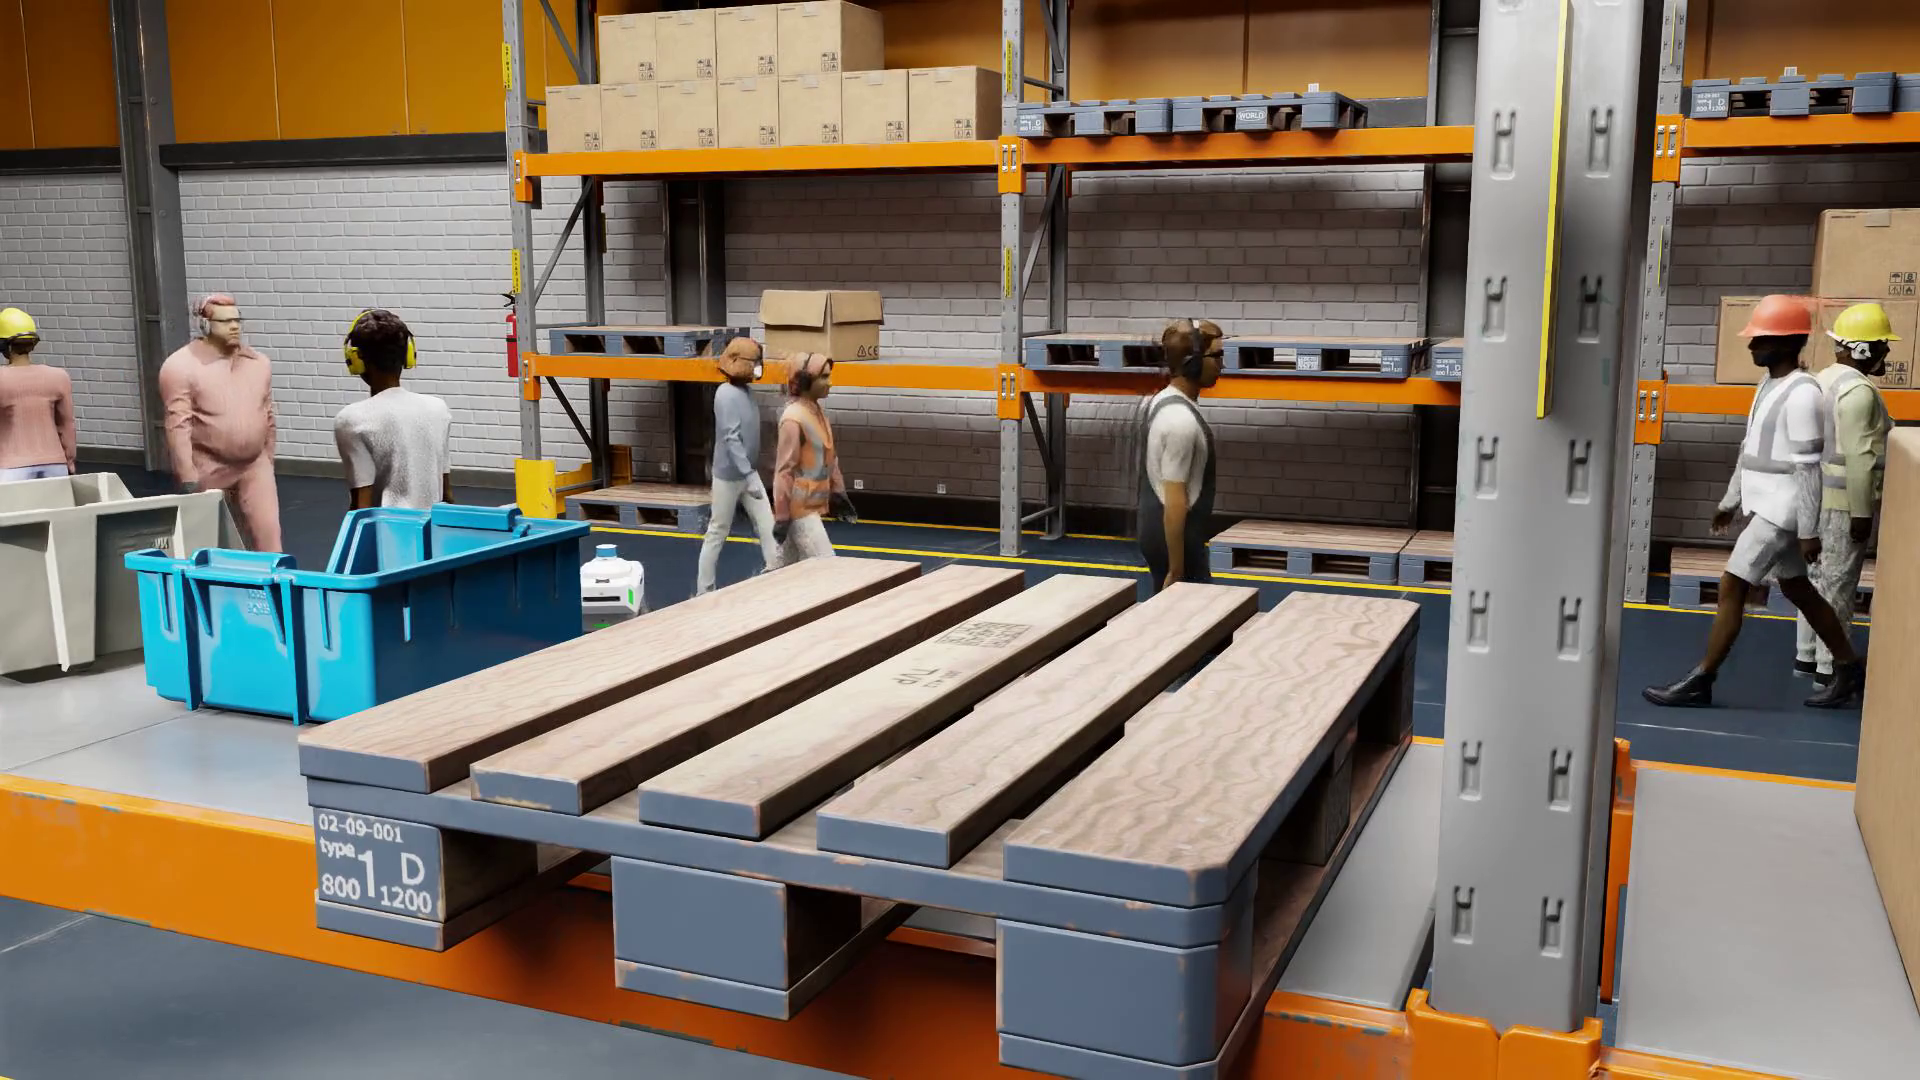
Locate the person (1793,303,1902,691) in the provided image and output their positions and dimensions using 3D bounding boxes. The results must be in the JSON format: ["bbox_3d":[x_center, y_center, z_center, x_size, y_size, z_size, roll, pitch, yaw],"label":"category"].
[{"bbox_3d":[4.198,-0.197,7.876,0.403,1.833,0.591,2,10,9],"label":"person"}]

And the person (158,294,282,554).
[{"bbox_3d":[-4.056,-0.418,9.136,0.984,1.865,0.658,7,12,38],"label":"person"}]

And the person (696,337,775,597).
[{"bbox_3d":[-1.180,-0.343,9.457,0.805,1.593,0.513,3,10,17],"label":"person"}]

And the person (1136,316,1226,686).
[{"bbox_3d":[0.781,0.042,6.488,0.750,1.827,0.532,0,9,-2],"label":"person"}]

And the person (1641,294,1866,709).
[{"bbox_3d":[3.683,-0.149,7.454,1.004,1.893,0.548,3,10,15],"label":"person"}]

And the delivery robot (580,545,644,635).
[{"bbox_3d":[-1.831,0.267,8.634,0.477,0.478,0.707,-1,10,-7],"label":"delivery robot"}]

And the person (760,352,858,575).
[{"bbox_3d":[-0.728,-0.145,8.312,0.900,1.581,0.511,1,10,6],"label":"person"}]

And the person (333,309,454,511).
[{"bbox_3d":[-1.988,0.123,5.871,0.327,1.863,0.514,5,11,27],"label":"person"}]

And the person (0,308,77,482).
[{"bbox_3d":[-5.213,-0.406,9.316,0.299,1.772,0.525,7,12,38],"label":"person"}]
